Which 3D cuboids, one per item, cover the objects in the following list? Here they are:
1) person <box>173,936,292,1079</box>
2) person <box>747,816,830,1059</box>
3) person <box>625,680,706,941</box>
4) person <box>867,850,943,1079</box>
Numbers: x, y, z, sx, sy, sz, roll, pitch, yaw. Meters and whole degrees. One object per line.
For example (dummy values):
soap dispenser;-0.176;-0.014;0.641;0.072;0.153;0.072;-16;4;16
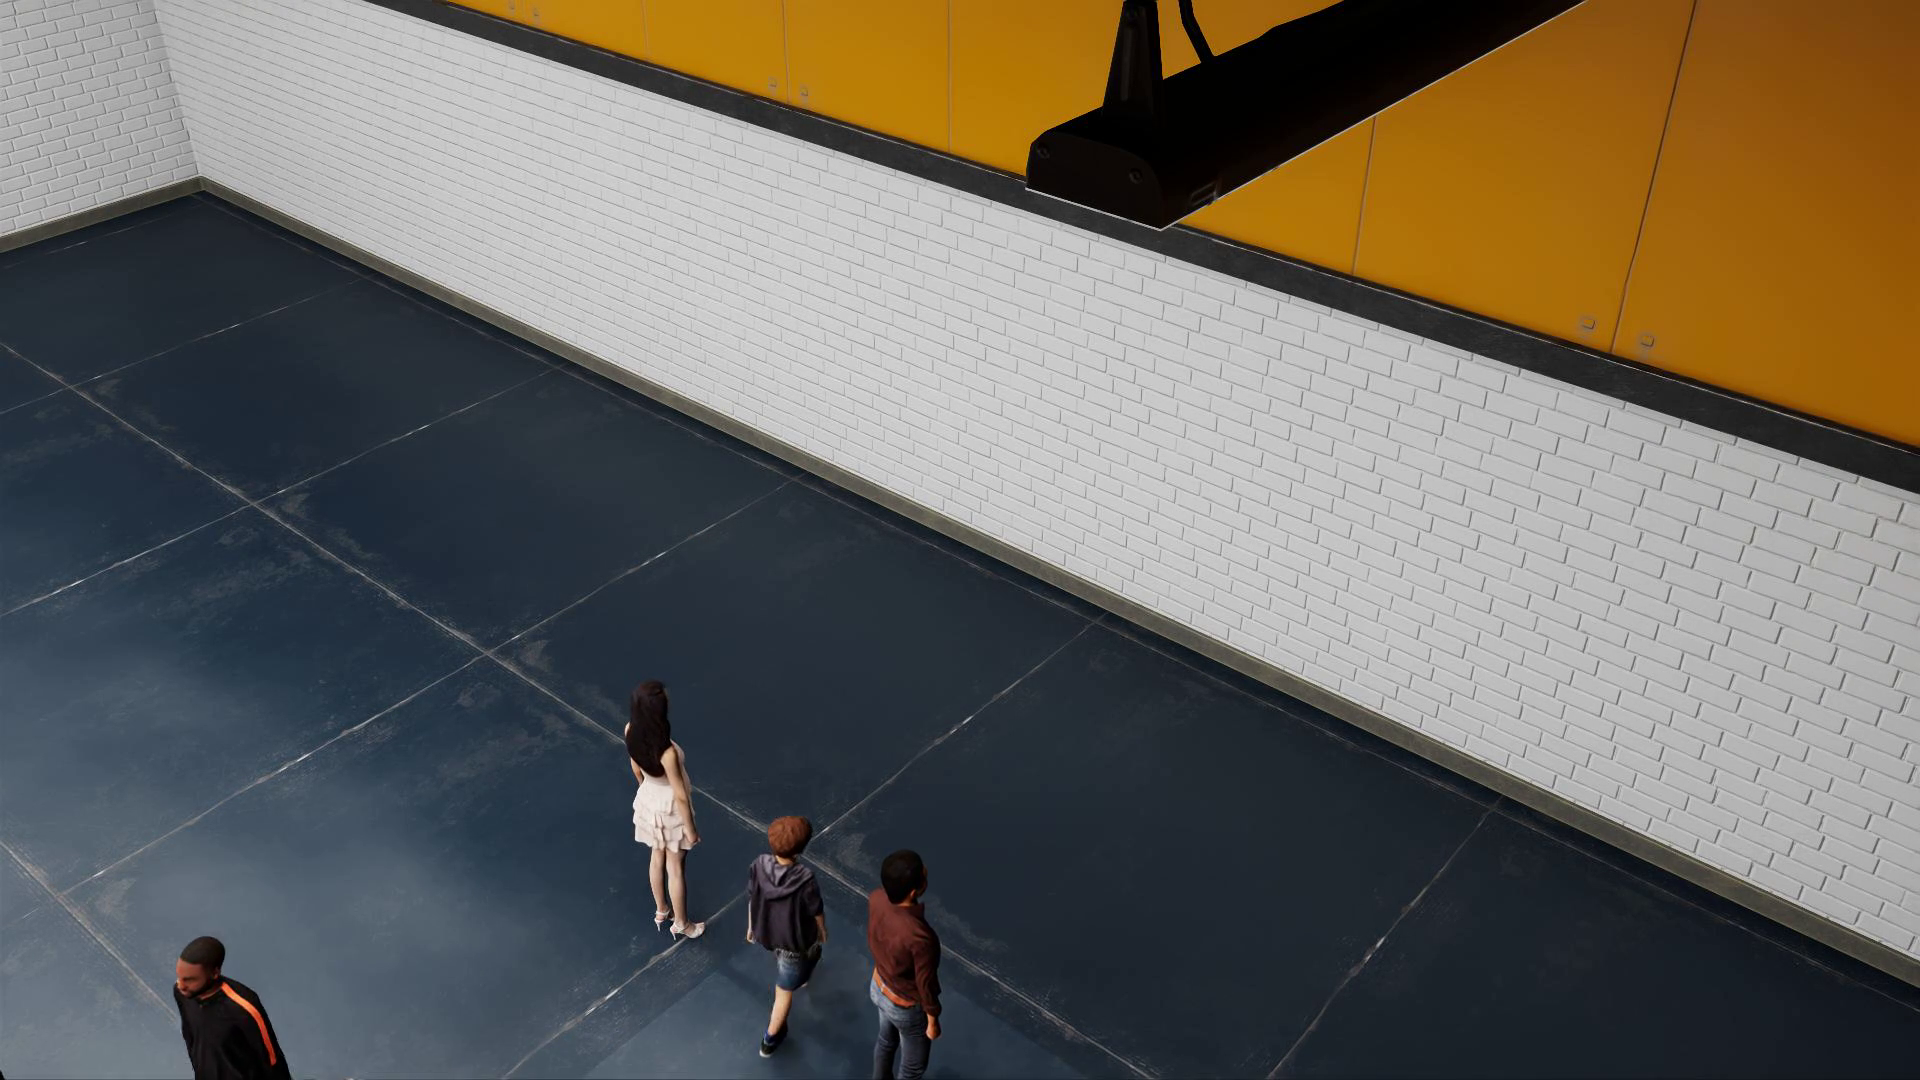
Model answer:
person;-3.157;2.375;7.469;0.779;1.785;1.131;16;37;22
person;-0.912;2.018;8.340;0.712;1.414;0.992;13;36;18
person;-1.588;1.461;8.885;0.575;1.739;0.527;28;42;35
person;-0.277;2.151;7.813;0.593;1.777;0.687;-22;40;-30
